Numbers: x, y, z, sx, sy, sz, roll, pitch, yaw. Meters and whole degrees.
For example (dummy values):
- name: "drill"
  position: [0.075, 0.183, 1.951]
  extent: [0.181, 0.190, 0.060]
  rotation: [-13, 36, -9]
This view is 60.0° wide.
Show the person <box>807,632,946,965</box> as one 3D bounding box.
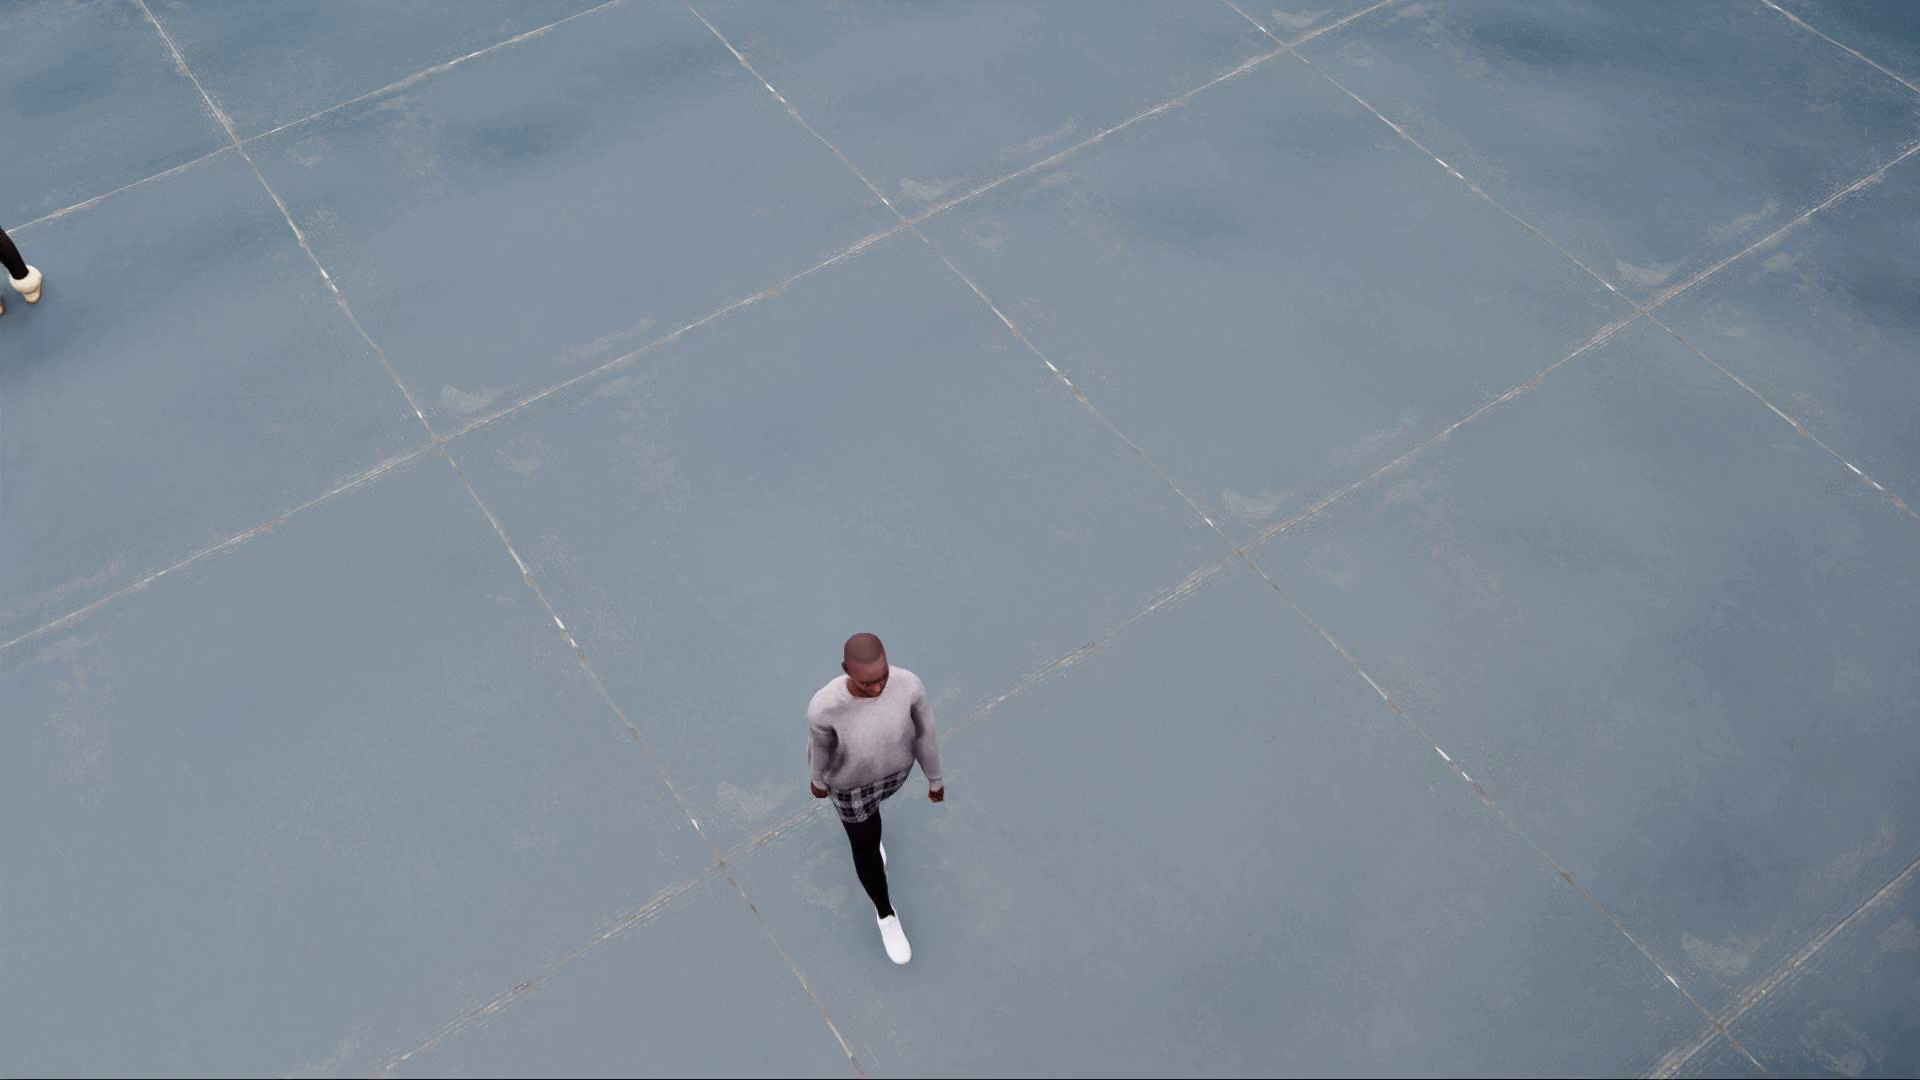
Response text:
- name: "person"
  position: [-0.397, 0.839, 6.658]
  extent: [0.760, 1.746, 1.052]
  rotation: [-20, 55, -15]
